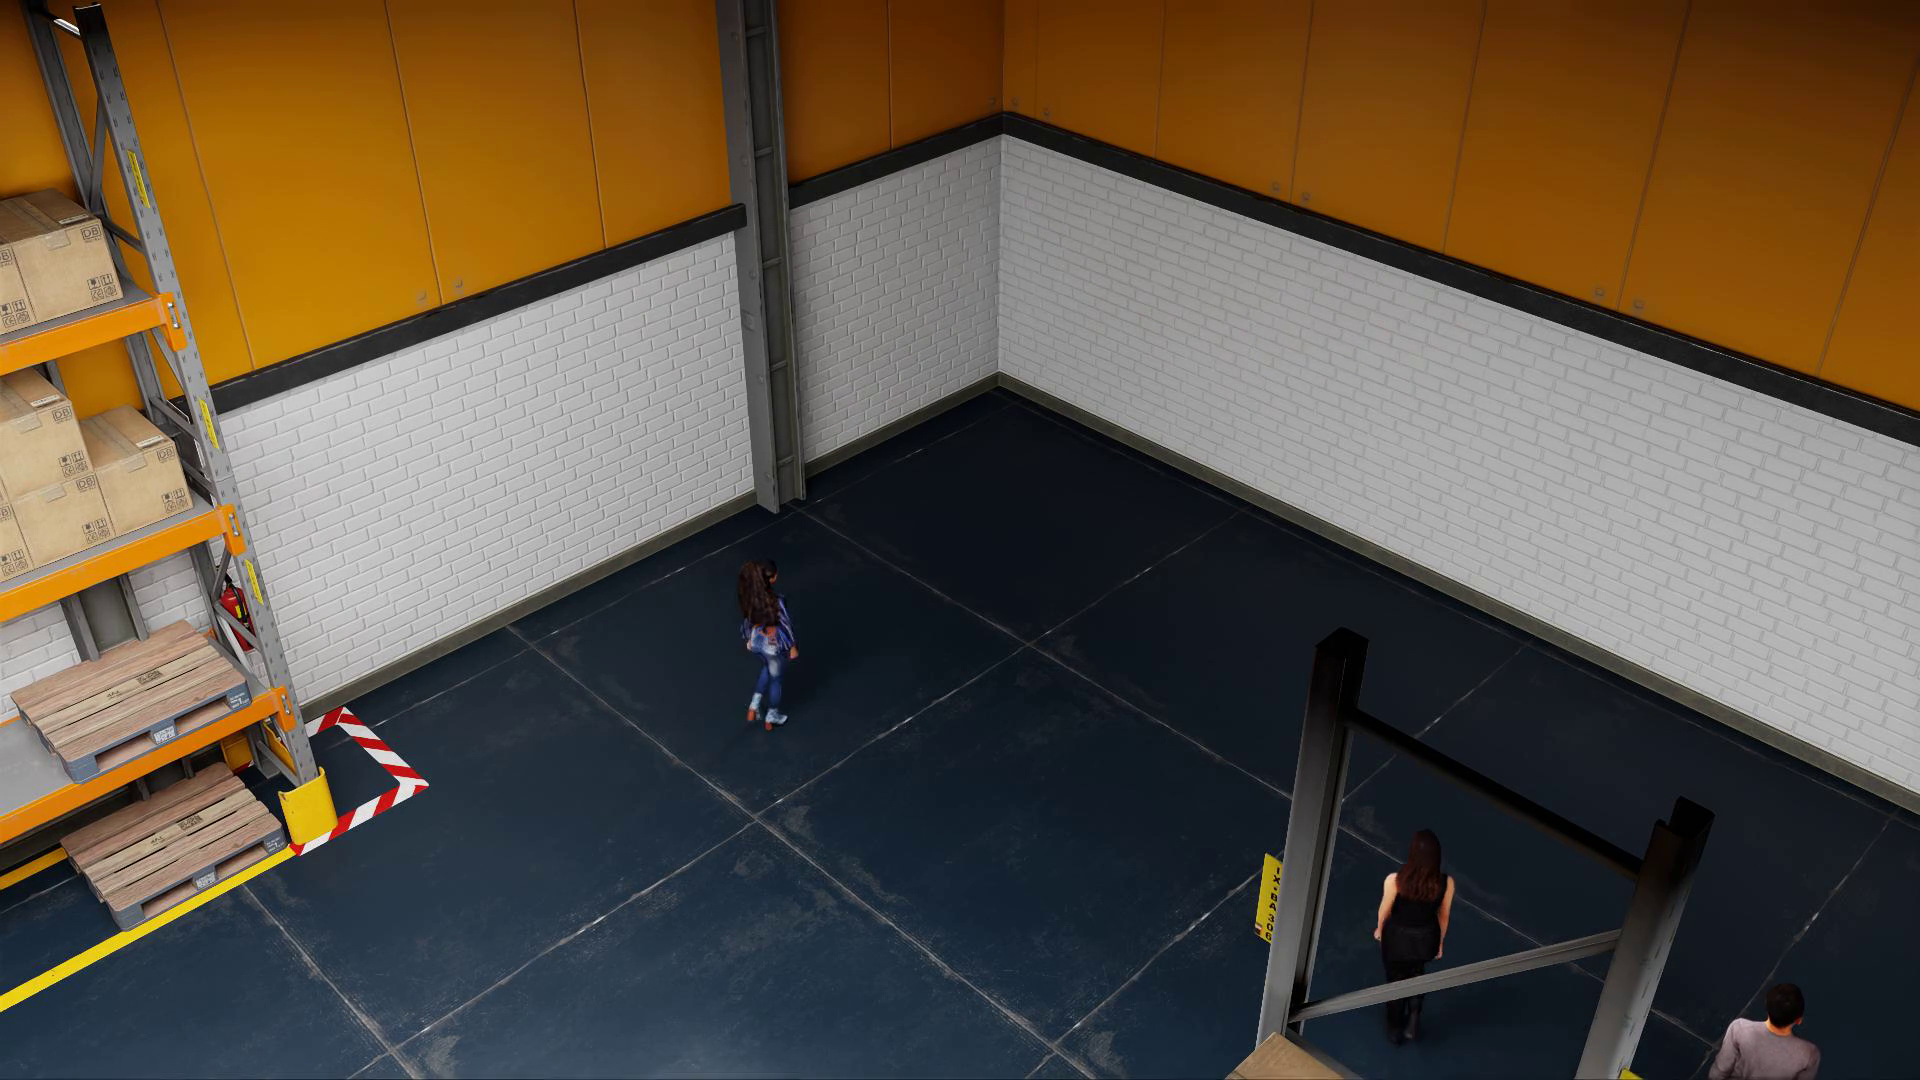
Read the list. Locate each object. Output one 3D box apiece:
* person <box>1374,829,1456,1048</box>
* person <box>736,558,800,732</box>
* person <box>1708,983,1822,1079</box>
[{"bbox_3d":[2.765,2.517,10.184,0.697,1.678,0.760,0,34,0],"label":"person"},{"bbox_3d":[-1.511,0.839,12.770,0.615,1.610,0.630,27,42,34],"label":"person"},{"bbox_3d":[4.369,3.116,9.204,0.641,1.766,0.711,28,42,35],"label":"person"}]
